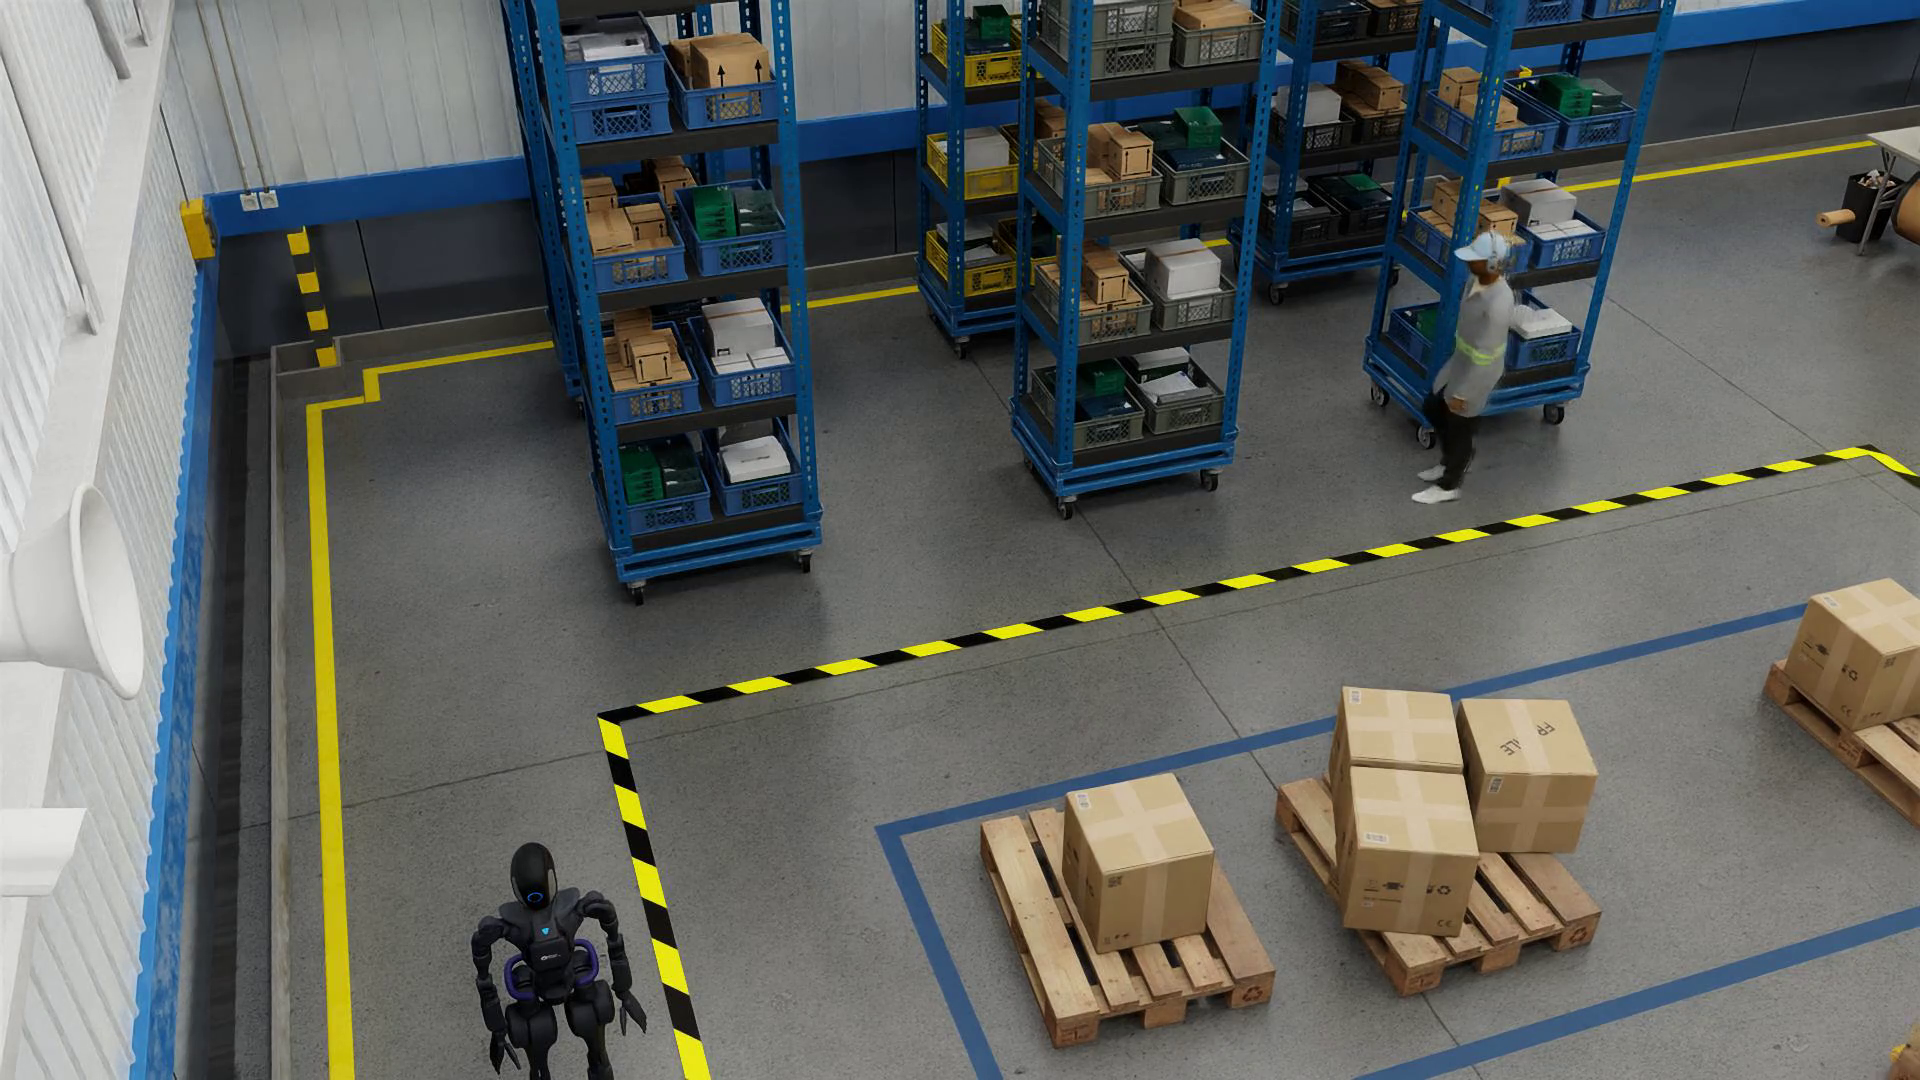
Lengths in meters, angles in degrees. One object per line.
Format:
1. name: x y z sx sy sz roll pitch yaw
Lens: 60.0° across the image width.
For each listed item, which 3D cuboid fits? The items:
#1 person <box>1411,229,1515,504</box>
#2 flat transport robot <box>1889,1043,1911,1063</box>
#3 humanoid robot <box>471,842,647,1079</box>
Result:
1. person: 3.091 -1.029 10.146 0.412 1.844 0.612 -2 35 -2
2. flat transport robot: 4.483 2.454 6.552 0.652 0.197 1.431 -11 37 -15
3. humanoid robot: -1.511 1.766 6.317 0.599 1.657 0.315 -12 37 -17
